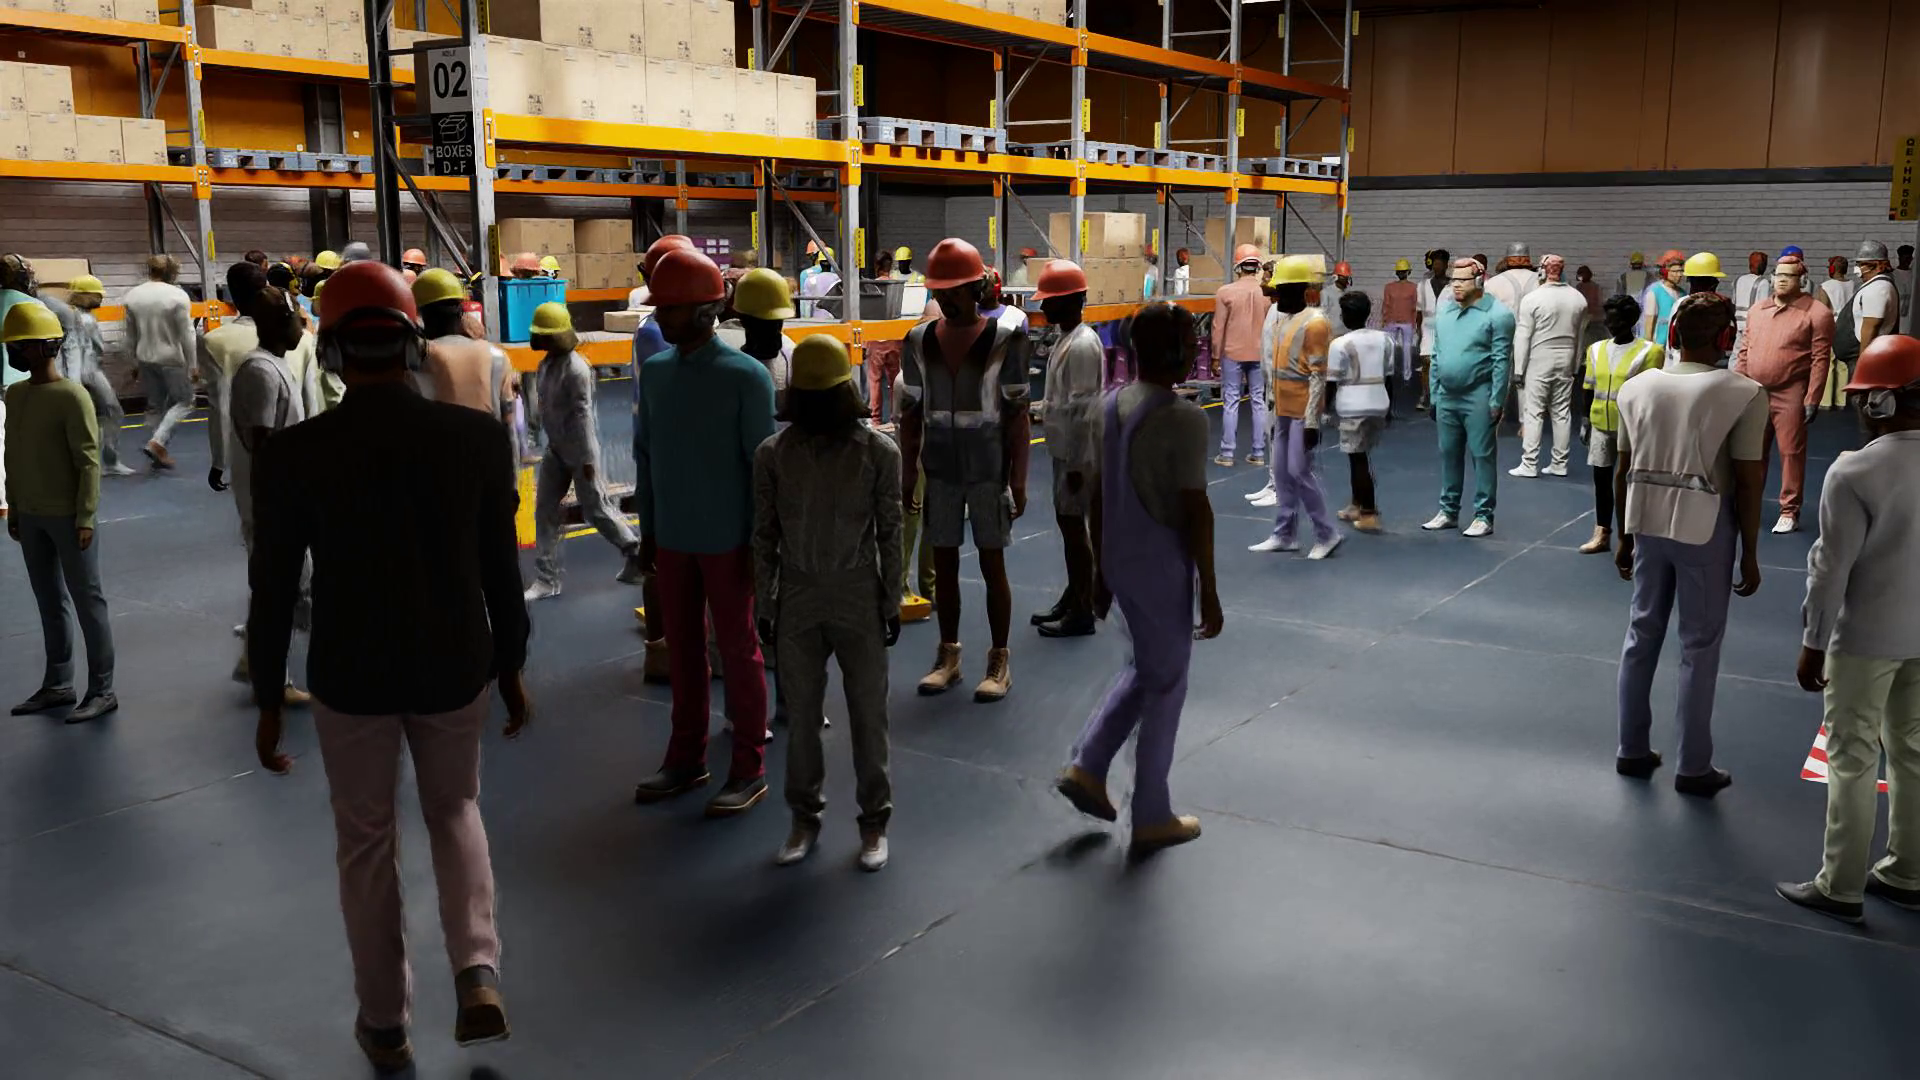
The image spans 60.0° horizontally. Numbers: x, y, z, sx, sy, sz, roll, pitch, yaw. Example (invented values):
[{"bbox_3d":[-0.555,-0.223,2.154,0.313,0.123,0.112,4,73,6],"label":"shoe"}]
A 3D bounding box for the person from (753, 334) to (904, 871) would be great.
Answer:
[{"bbox_3d":[-0.426,0.207,5.346,0.489,1.731,0.325,1,10,6],"label":"person"}]

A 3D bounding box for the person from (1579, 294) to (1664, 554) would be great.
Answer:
[{"bbox_3d":[4.208,-0.724,10.625,0.319,1.685,0.542,-8,13,-36],"label":"person"}]

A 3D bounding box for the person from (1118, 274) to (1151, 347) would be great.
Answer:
[{"bbox_3d":[2.401,-3.160,23.693,0.626,1.844,0.429,0,10,2],"label":"person"}]

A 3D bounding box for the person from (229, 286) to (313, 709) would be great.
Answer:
[{"bbox_3d":[-3.014,-0.184,7.267,0.399,1.825,0.614,-3,11,-18],"label":"person"}]

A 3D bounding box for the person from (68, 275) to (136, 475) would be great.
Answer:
[{"bbox_3d":[-7.395,-1.404,14.290,0.566,1.724,0.489,-7,13,-35],"label":"person"}]

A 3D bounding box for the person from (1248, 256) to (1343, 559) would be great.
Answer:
[{"bbox_3d":[2.182,-0.831,10.586,0.543,1.917,0.652,-2,11,-13],"label":"person"}]

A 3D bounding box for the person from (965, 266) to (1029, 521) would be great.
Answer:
[{"bbox_3d":[0.214,-1.036,11.923,0.565,1.841,0.396,3,11,18],"label":"person"}]

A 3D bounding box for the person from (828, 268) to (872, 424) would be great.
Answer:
[{"bbox_3d":[-1.140,-2.181,18.094,0.604,1.906,0.399,-4,11,-22],"label":"person"}]

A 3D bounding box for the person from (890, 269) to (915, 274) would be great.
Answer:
[{"bbox_3d":[-1.016,-4.039,28.584,0.577,1.828,0.998,-1,10,-4],"label":"person"}]

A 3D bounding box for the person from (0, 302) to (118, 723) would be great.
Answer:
[{"bbox_3d":[-3.832,-0.112,7.013,0.525,1.769,0.313,5,11,25],"label":"person"}]

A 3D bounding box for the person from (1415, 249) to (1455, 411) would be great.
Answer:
[{"bbox_3d":[5.736,-2.509,19.876,0.618,1.926,0.986,6,12,30],"label":"person"}]

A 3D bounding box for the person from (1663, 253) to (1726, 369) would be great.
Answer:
[{"bbox_3d":[5.446,-1.166,12.405,0.378,1.928,0.585,7,12,35],"label":"person"}]

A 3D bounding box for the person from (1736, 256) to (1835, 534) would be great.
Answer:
[{"bbox_3d":[5.675,-1.006,11.563,0.407,1.913,0.641,-7,12,-33],"label":"person"}]

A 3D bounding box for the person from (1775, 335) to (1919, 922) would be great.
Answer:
[{"bbox_3d":[2.742,0.264,4.978,0.564,1.745,0.348,-4,11,-19],"label":"person"}]

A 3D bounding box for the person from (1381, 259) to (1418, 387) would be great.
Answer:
[{"bbox_3d":[6.078,-2.989,22.957,0.525,1.769,0.309,5,11,25],"label":"person"}]

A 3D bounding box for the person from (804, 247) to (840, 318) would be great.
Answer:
[{"bbox_3d":[-1.683,-2.736,21.103,0.587,1.928,0.382,-2,10,-11],"label":"person"}]

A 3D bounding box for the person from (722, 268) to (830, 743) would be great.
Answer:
[{"bbox_3d":[-0.790,-0.132,6.728,0.591,1.912,0.399,-10,14,-43],"label":"person"}]

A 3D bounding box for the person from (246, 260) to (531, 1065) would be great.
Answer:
[{"bbox_3d":[-1.361,0.326,3.995,0.652,1.974,0.483,-6,12,-30],"label":"person"}]

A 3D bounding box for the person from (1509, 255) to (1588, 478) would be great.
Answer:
[{"bbox_3d":[4.998,-1.474,14.200,0.647,1.900,0.400,-3,11,-16],"label":"person"}]

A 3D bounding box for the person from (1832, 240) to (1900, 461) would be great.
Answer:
[{"bbox_3d":[8.213,-1.713,15.120,0.536,2.000,0.683,6,12,31],"label":"person"}]

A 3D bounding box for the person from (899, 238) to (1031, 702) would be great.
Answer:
[{"bbox_3d":[0.005,-0.298,7.333,0.612,2.029,0.407,4,11,21],"label":"person"}]

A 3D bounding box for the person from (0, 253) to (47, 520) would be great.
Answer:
[{"bbox_3d":[-6.792,-1.095,12.013,0.629,1.931,0.378,3,11,17],"label":"person"}]

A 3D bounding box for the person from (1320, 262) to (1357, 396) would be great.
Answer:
[{"bbox_3d":[4.951,-2.749,21.689,0.568,1.743,0.351,-4,11,-19],"label":"person"}]

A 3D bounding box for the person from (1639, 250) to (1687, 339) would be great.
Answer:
[{"bbox_3d":[7.537,-2.100,17.636,0.785,1.905,0.541,-1,10,-6],"label":"person"}]

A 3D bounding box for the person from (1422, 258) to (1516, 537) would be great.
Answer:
[{"bbox_3d":[3.476,-0.978,11.458,0.399,1.900,0.645,-7,13,-35],"label":"person"}]

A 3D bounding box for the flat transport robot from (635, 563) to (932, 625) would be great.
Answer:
[{"bbox_3d":[-0.928,0.320,8.764,1.431,0.197,0.652,-5,11,-26],"label":"flat transport robot"}]

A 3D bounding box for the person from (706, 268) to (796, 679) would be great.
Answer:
[{"bbox_3d":[-1.026,-0.306,7.749,0.653,1.895,0.402,-9,14,-41],"label":"person"}]

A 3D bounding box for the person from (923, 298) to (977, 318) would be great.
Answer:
[{"bbox_3d":[0.024,-1.319,13.365,0.662,1.899,0.404,-6,12,-29],"label":"person"}]

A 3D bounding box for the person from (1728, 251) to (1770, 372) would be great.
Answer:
[{"bbox_3d":[9.720,-2.599,20.476,0.338,1.882,0.569,-3,11,-17],"label":"person"}]

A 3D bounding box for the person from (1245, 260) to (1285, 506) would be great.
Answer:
[{"bbox_3d":[2.388,-1.189,12.691,0.328,1.872,0.514,0,10,2],"label":"person"}]

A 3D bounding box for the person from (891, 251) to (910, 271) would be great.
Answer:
[{"bbox_3d":[-0.864,-3.283,24.298,0.418,1.873,0.711,1,10,4],"label":"person"}]

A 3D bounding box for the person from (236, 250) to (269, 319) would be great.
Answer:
[{"bbox_3d":[-7.486,-2.111,17.684,0.395,1.913,0.588,-8,13,-37],"label":"person"}]

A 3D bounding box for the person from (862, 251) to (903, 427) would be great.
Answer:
[{"bbox_3d":[-0.781,-2.097,17.636,0.599,1.905,0.391,-8,13,-37],"label":"person"}]

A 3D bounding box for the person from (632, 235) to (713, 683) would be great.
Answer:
[{"bbox_3d":[-1.307,-0.368,7.661,0.394,2.042,0.611,-1,10,-5],"label":"person"}]

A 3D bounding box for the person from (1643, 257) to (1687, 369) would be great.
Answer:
[{"bbox_3d":[7.282,-2.000,17.255,0.572,1.843,0.373,-7,12,-32],"label":"person"}]

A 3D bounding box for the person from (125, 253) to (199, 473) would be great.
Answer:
[{"bbox_3d":[-6.930,-1.521,14.432,0.699,1.912,0.482,3,11,14],"label":"person"}]

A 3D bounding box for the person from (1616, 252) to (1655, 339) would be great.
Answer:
[{"bbox_3d":[10.802,-3.679,26.635,0.591,1.827,0.403,5,11,27],"label":"person"}]

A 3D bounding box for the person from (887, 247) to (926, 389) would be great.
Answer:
[{"bbox_3d":[-0.746,-3.005,22.596,0.588,1.927,0.371,3,11,14],"label":"person"}]

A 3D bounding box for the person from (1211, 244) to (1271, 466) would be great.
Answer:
[{"bbox_3d":[2.555,-1.656,14.964,0.615,1.987,0.407,-2,10,-9],"label":"person"}]

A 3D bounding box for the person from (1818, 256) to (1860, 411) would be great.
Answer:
[{"bbox_3d":[10.380,-2.436,19.714,0.566,1.837,0.394,-4,11,-19],"label":"person"}]

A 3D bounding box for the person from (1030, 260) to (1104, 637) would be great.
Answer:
[{"bbox_3d":[0.541,-0.460,8.507,0.391,1.925,0.551,-1,10,-4],"label":"person"}]

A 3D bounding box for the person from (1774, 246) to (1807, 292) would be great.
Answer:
[{"bbox_3d":[10.230,-2.648,20.558,0.384,1.949,0.603,0,10,1],"label":"person"}]

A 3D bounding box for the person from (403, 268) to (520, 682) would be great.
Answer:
[{"bbox_3d":[-2.258,-0.280,7.583,0.705,1.900,0.607,10,14,44],"label":"person"}]

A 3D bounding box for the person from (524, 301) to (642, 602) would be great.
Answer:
[{"bbox_3d":[-2.166,-0.524,9.509,0.517,1.693,0.817,9,13,40],"label":"person"}]

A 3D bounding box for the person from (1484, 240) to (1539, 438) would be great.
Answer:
[{"bbox_3d":[5.665,-2.065,17.075,0.681,2.000,0.535,0,10,1],"label":"person"}]

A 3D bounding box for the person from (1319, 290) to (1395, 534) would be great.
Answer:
[{"bbox_3d":[2.721,-0.897,11.603,0.543,1.664,0.693,-6,12,-28],"label":"person"}]

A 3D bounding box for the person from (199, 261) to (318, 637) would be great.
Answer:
[{"bbox_3d":[-3.533,-0.449,8.464,0.395,1.917,0.590,8,13,37],"label":"person"}]

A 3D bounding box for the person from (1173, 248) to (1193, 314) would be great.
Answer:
[{"bbox_3d":[3.633,-3.785,27.028,0.355,1.887,0.573,9,14,42],"label":"person"}]

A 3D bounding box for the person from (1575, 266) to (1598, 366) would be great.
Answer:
[{"bbox_3d":[9.978,-3.595,26.717,0.664,1.601,0.543,-2,11,-13],"label":"person"}]

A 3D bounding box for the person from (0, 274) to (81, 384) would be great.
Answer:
[{"bbox_3d":[-7.042,-1.173,12.654,0.671,1.864,0.690,-4,11,-23],"label":"person"}]

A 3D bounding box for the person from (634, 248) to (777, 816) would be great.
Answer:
[{"bbox_3d":[-0.916,-0.020,5.873,0.618,1.990,0.394,7,12,33],"label":"person"}]

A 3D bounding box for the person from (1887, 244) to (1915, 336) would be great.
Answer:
[{"bbox_3d":[13.897,-3.387,24.640,0.606,1.957,0.380,0,10,2],"label":"person"}]

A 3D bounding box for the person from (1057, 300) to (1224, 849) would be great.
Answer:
[{"bbox_3d":[0.639,0.131,5.510,0.430,1.833,0.521,-6,12,-29],"label":"person"}]

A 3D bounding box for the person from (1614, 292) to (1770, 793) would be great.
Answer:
[{"bbox_3d":[2.660,0.012,6.139,0.394,1.836,0.560,-7,13,-35],"label":"person"}]

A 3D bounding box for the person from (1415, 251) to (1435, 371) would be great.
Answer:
[{"bbox_3d":[7.266,-3.515,25.627,0.500,1.861,0.327,-10,14,-42],"label":"person"}]

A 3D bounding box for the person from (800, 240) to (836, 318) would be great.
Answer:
[{"bbox_3d":[-1.809,-2.846,21.432,0.605,2.035,0.400,-7,12,-34],"label":"person"}]

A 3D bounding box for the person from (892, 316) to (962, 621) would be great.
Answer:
[{"bbox_3d":[-0.176,-0.382,8.912,0.286,1.624,0.495,7,13,35],"label":"person"}]
